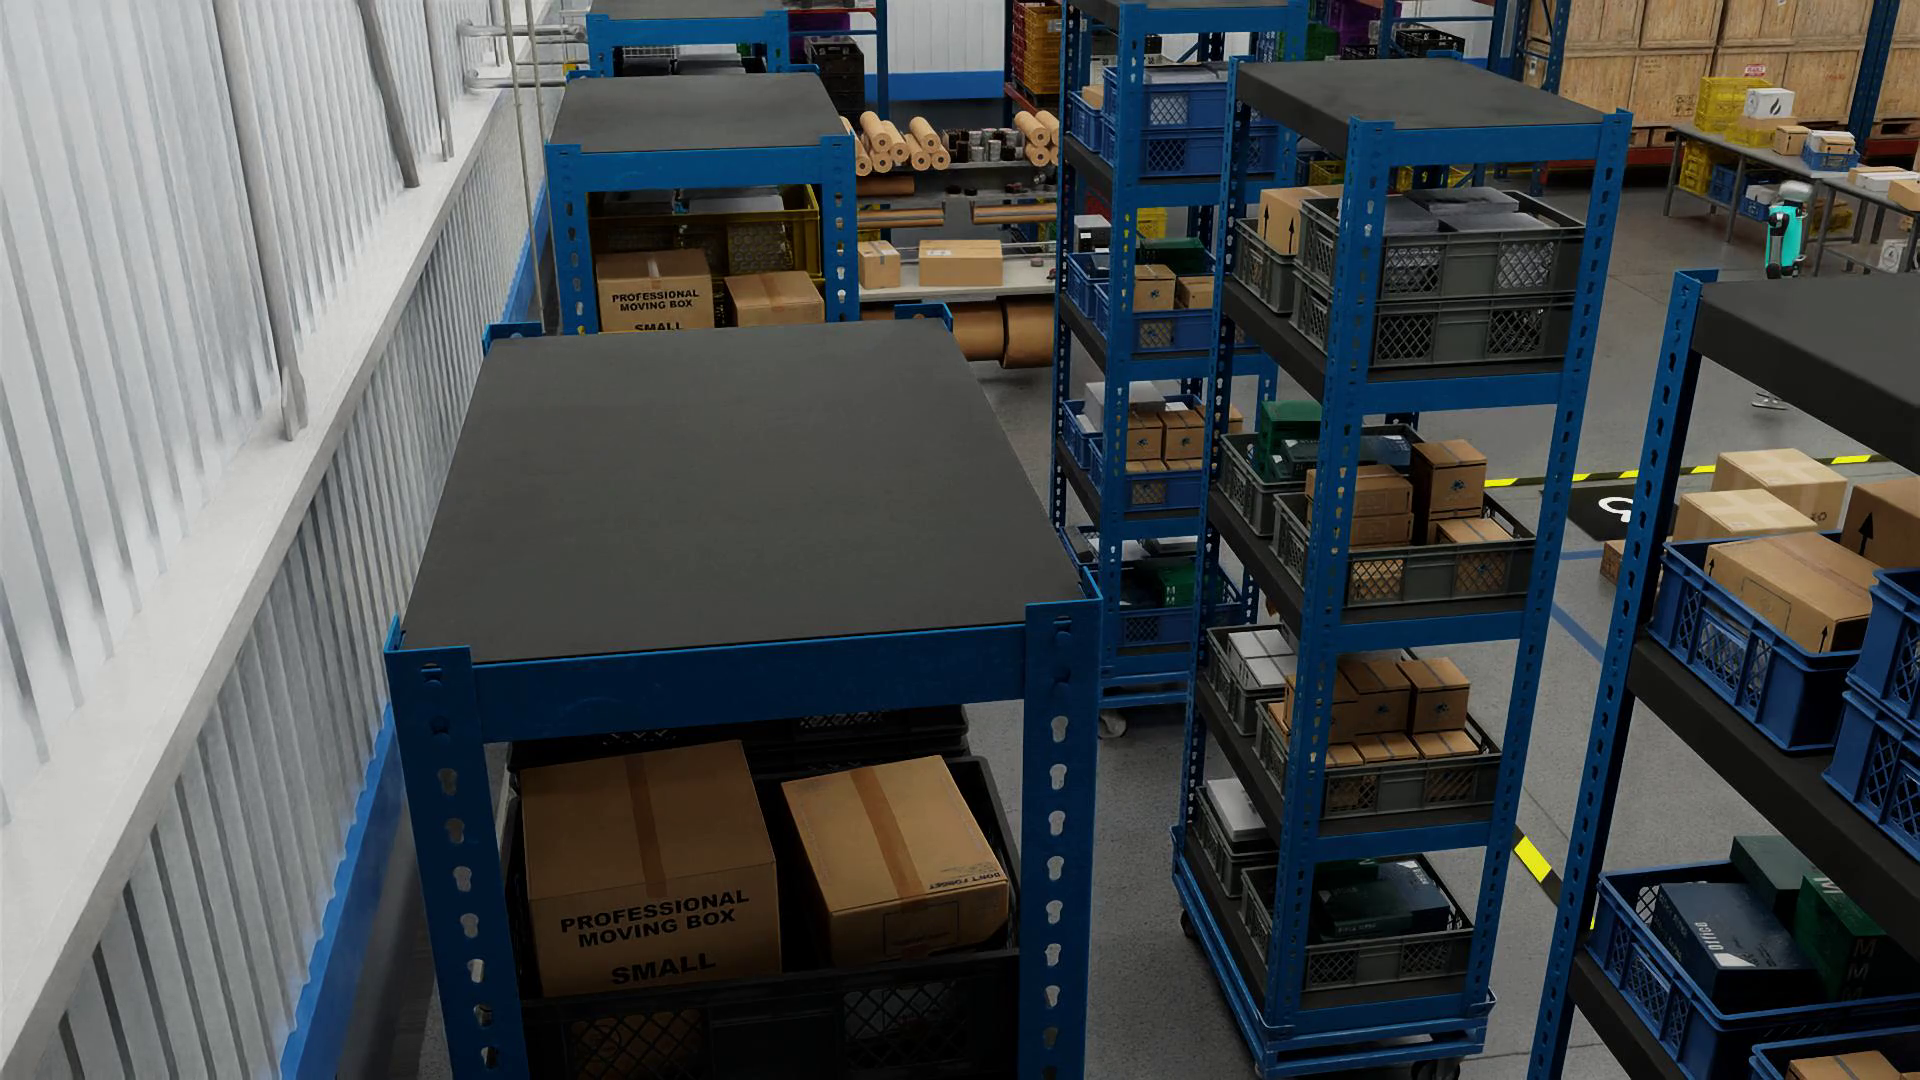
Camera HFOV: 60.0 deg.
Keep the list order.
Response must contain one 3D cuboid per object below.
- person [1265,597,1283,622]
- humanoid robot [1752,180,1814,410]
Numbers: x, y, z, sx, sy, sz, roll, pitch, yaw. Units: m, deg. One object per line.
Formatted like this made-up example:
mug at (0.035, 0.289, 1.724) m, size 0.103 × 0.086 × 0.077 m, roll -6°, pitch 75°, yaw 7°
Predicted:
person at (1.733, 0.201, 7.967) m, size 0.588 × 1.852 × 0.373 m, roll -4°, pitch 25°, yaw -9°
humanoid robot at (6.216, -1.764, 12.221) m, size 0.735 × 1.673 × 0.533 m, roll 17°, pitch 30°, yaw 33°
